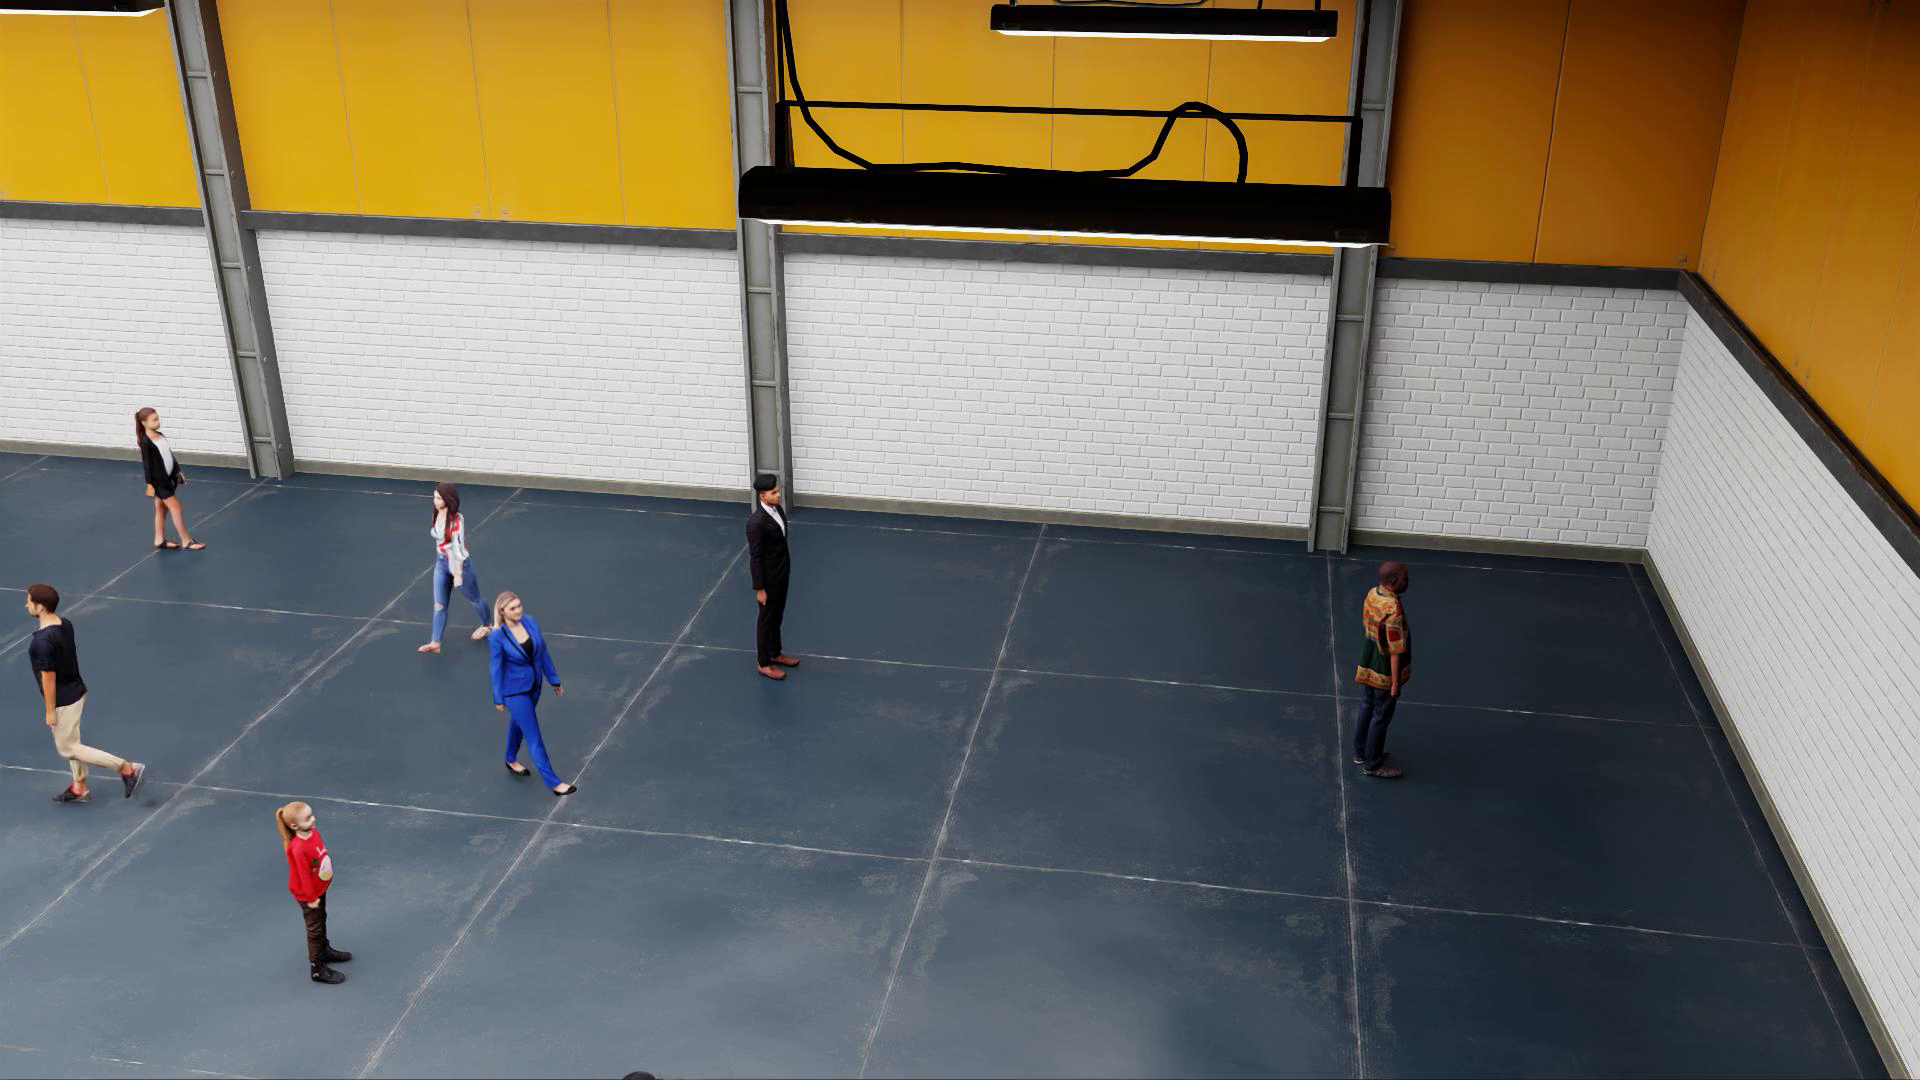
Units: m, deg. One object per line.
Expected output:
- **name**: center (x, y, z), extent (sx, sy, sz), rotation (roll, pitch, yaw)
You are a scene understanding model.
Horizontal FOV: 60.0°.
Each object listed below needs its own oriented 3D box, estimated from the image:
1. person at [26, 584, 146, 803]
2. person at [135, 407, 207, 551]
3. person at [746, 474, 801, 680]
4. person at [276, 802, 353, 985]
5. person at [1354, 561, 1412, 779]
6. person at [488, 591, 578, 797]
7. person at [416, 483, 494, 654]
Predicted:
- **person**: center (-6.649, 1.195, 12.534), extent (1.071, 1.841, 0.876), rotation (-5, 24, -11)
- **person**: center (-8.282, -0.625, 17.073), extent (0.833, 1.540, 0.610), rotation (1, 24, 1)
- **person**: center (-1.660, 0.290, 14.552), extent (0.588, 1.883, 0.728), rotation (7, 25, 16)
- **person**: center (-4.203, 2.261, 10.794), extent (0.578, 1.281, 0.552), rotation (-3, 24, -7)
- **person**: center (3.307, 0.995, 13.033), extent (0.763, 1.808, 0.774), rotation (-3, 24, -7)
- **person**: center (-3.443, 1.156, 12.850), extent (1.194, 1.659, 0.887), rotation (13, 27, 28)
- **person**: center (-4.503, 0.239, 15.060), extent (1.069, 1.569, 0.957), rotation (15, 28, 31)
